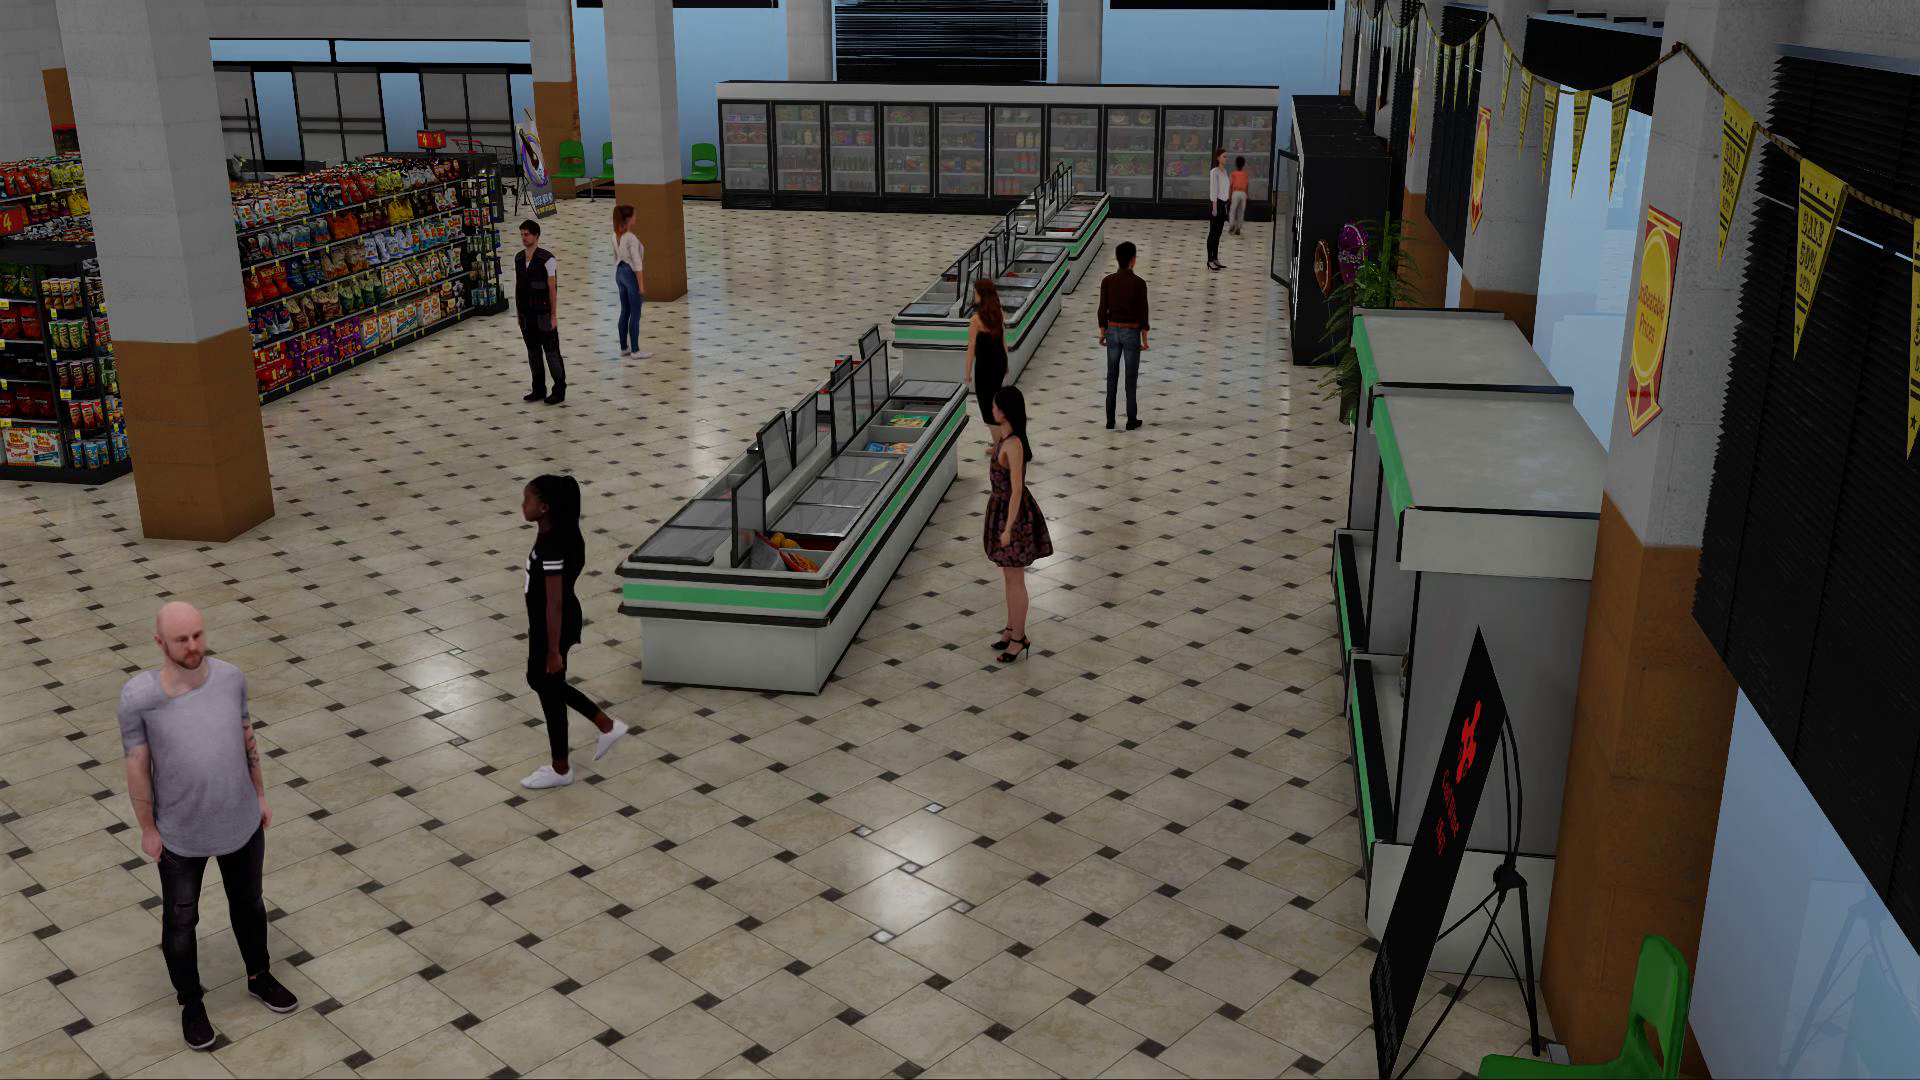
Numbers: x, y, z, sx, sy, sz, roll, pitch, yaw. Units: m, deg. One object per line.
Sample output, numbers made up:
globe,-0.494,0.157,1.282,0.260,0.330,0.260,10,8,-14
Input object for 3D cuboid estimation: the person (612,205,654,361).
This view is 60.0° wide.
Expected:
person,-3.744,-2.920,18.813,0.717,1.719,0.684,-16,24,-39

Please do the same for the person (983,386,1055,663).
person,0.315,-0.100,10.361,0.779,1.775,0.673,0,19,-1

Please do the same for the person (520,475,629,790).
person,-2.043,0.483,8.715,0.853,1.722,0.859,-4,19,-12

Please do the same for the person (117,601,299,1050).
person,-3.030,1.107,6.681,0.822,1.839,0.717,17,25,40

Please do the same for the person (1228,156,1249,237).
person,4.682,-5.754,27.876,0.531,1.297,0.658,1,19,2

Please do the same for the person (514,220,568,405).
person,-4.241,-2.300,16.774,0.674,1.847,0.630,7,20,20

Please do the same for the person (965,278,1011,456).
person,0.317,-1.501,14.780,0.712,1.607,0.783,-15,24,-37

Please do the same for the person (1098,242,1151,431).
person,1.552,-1.933,15.794,0.688,1.778,0.592,7,20,21

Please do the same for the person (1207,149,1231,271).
person,3.814,-4.894,24.603,0.715,1.760,0.565,11,21,29
